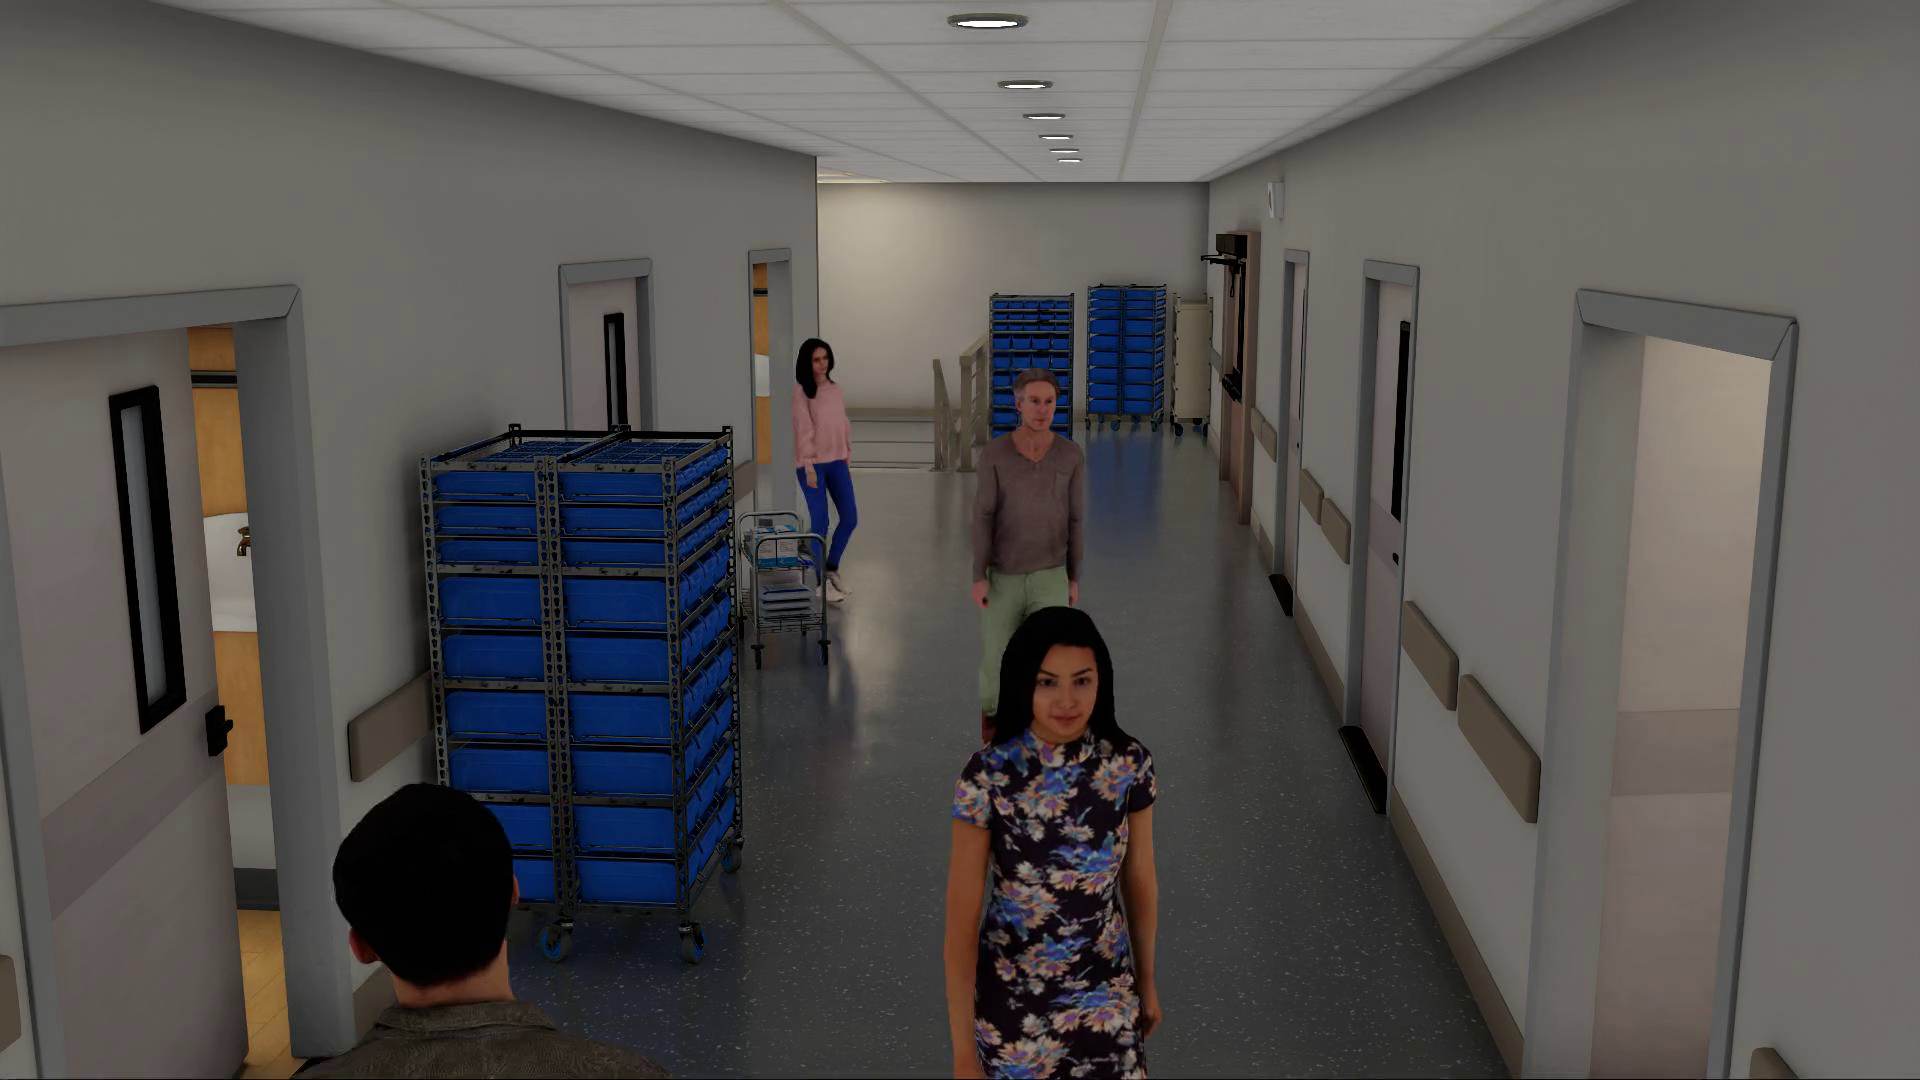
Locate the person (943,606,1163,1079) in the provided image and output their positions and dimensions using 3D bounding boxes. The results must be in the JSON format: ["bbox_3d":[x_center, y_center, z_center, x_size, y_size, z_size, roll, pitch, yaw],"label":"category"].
[{"bbox_3d":[0.189,0.969,3.566,0.835,1.704,1.046,-2,11,-11],"label":"person"}]

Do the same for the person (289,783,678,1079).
[{"bbox_3d":[-0.530,1.238,1.856,0.725,1.813,1.139,2,11,9],"label":"person"}]

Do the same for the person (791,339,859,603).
[{"bbox_3d":[-0.967,-0.447,10.928,0.752,1.741,0.814,-10,15,-43],"label":"person"}]

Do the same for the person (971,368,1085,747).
[{"bbox_3d":[0.266,0.175,7.354,0.820,1.852,1.233,-1,11,-6],"label":"person"}]
